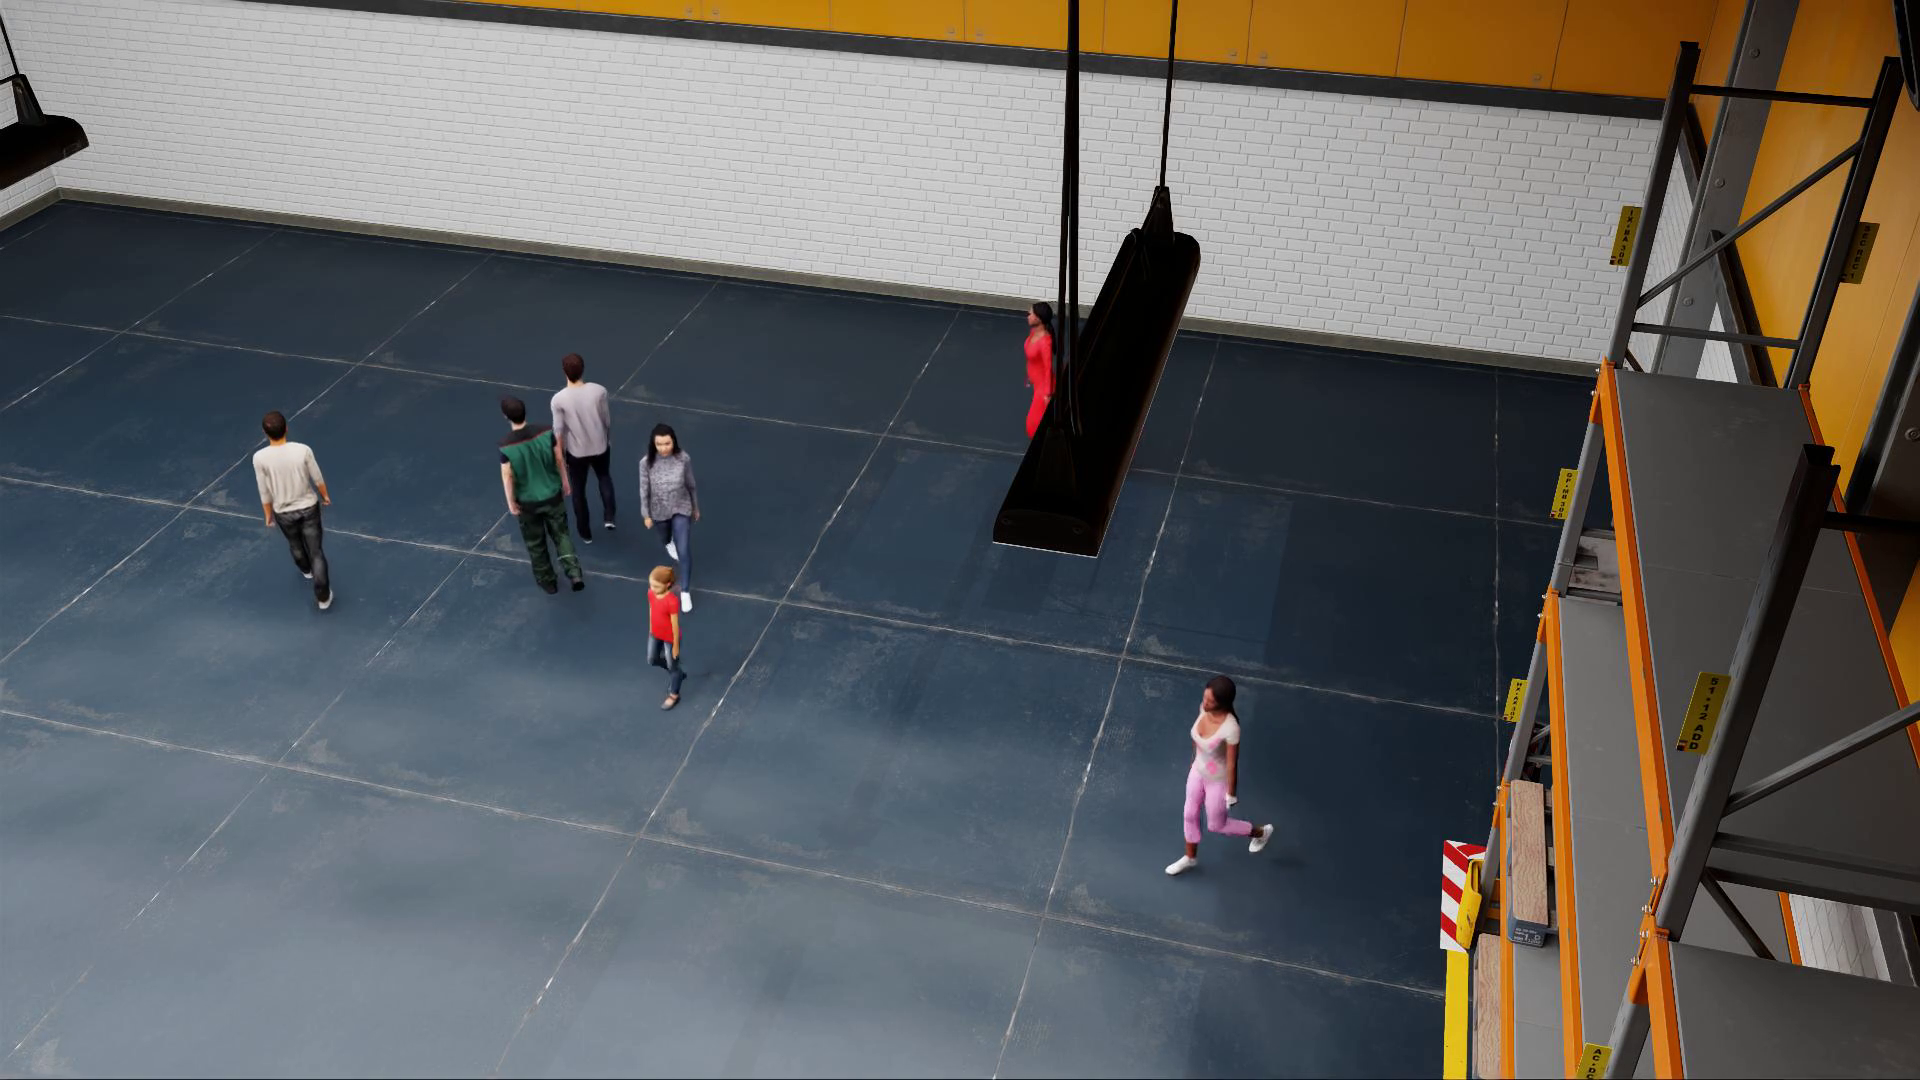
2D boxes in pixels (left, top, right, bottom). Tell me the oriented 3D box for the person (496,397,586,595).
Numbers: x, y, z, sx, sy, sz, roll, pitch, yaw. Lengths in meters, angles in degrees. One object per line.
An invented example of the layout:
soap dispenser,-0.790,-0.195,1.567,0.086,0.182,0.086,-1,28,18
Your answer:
person,-3.525,-0.320,14.041,1.008,1.875,1.064,-16,37,-22

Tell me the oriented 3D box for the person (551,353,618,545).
person,-3.282,-0.779,14.770,0.831,1.831,0.881,-17,37,-24

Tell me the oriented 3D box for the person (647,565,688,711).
person,-2.255,0.717,12.994,0.602,1.305,0.658,24,40,31

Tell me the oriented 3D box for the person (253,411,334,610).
person,-5.558,-0.220,13.984,1.037,1.770,1.165,-12,35,-17

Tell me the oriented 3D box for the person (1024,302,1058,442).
person,0.880,-1.435,15.812,0.852,1.770,0.773,-6,34,-9

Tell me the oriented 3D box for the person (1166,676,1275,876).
person,1.807,1.602,11.290,1.025,1.719,1.019,-11,35,-16

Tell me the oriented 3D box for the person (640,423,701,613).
person,-2.454,-0.289,14.156,0.970,1.694,1.242,-6,34,-9
